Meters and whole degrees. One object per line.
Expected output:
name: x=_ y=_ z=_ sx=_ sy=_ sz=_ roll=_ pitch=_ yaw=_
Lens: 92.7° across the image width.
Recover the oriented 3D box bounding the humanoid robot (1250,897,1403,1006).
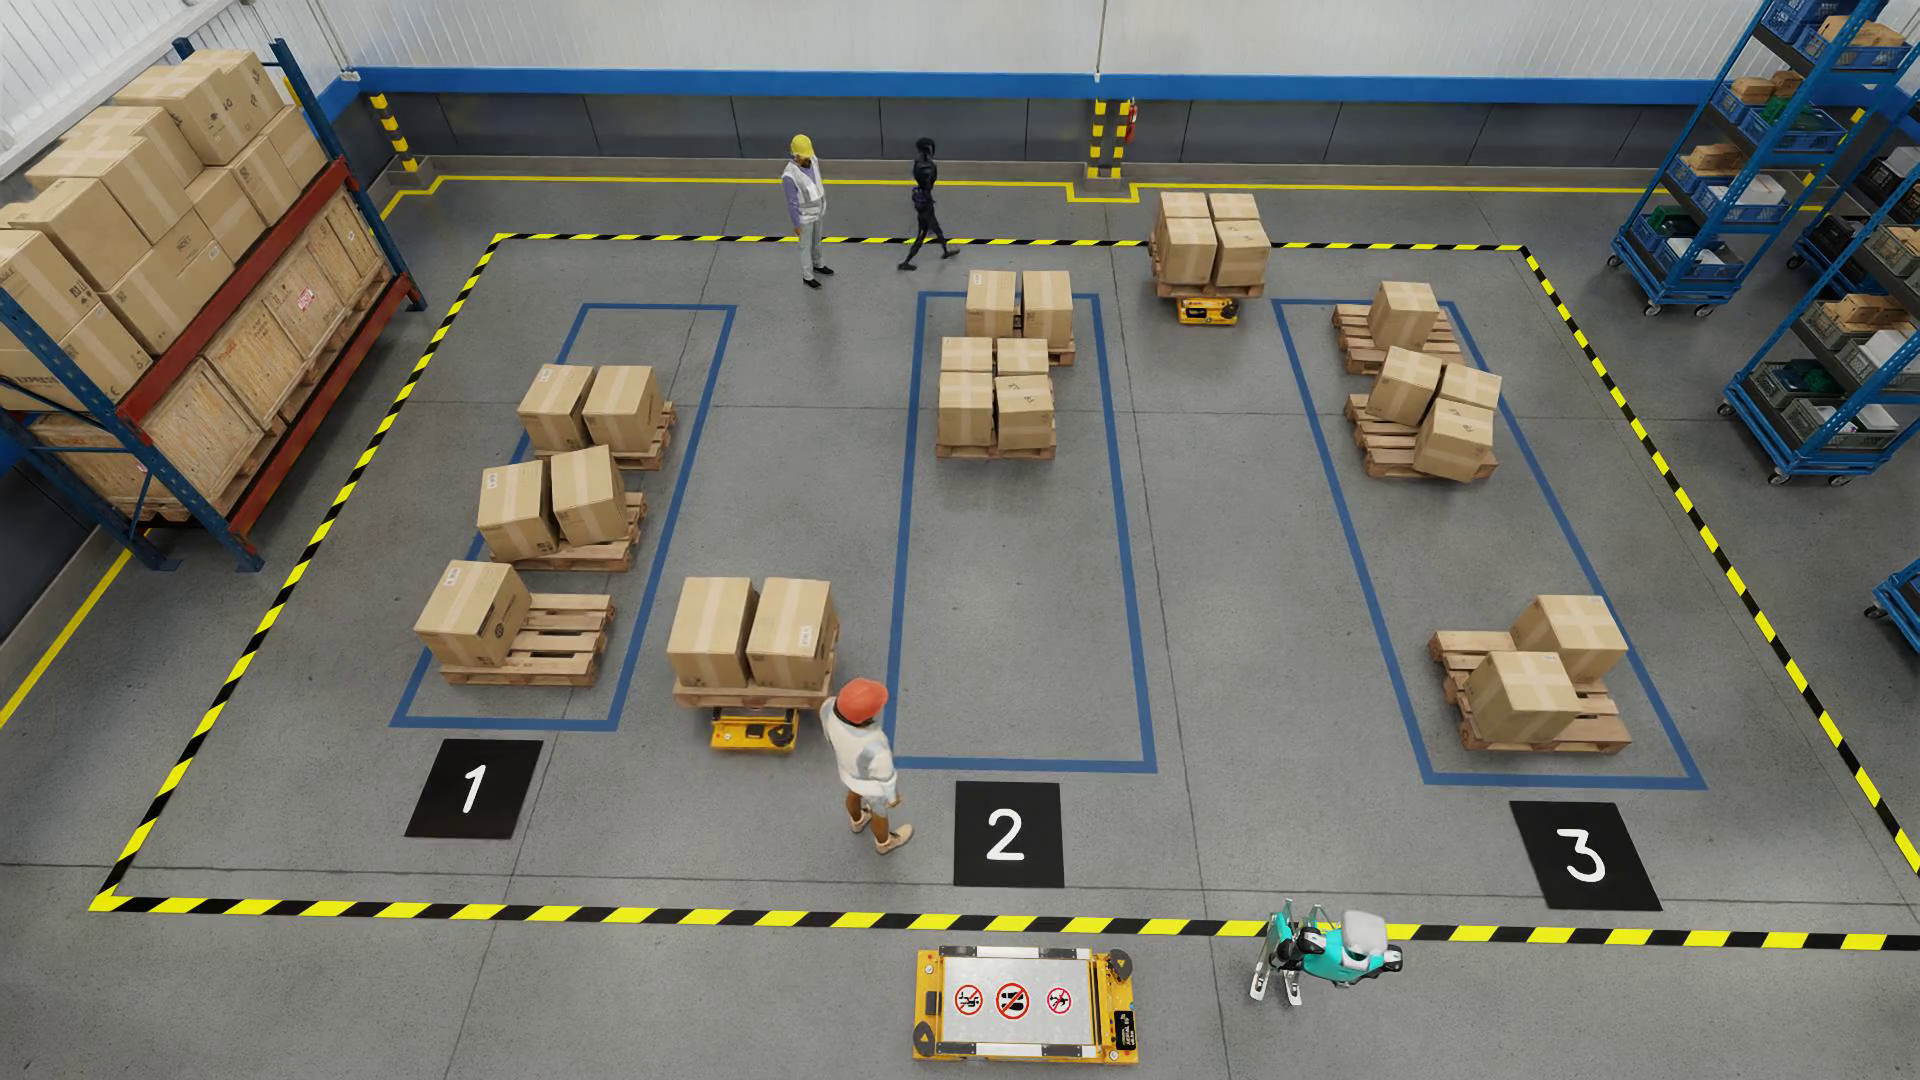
humanoid robot: x=2.140 y=2.374 z=5.515 sx=0.533 sy=1.679 sz=0.735 roll=9 pitch=51 yaw=8

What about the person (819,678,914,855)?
person: x=-0.612 y=1.511 z=6.110 sx=0.607 sy=2.043 sz=0.394 roll=37 pitch=60 yaw=26

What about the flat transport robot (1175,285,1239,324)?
flat transport robot: x=2.894 y=-3.116 z=11.008 sx=0.652 sy=0.197 sz=1.431 roll=1 pitch=51 yaw=1

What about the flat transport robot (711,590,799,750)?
flat transport robot: x=-1.619 y=1.047 z=7.615 sx=0.652 sy=0.197 sz=1.431 roll=1 pitch=51 yaw=1

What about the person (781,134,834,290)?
person: x=-1.734 y=-3.784 z=10.562 sx=0.404 sy=1.827 sz=0.599 roll=21 pitch=54 yaw=16

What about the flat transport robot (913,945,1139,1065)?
flat transport robot: x=0.422 y=3.041 z=6.007 sx=1.431 sy=0.231 sz=0.659 roll=1 pitch=51 yaw=1

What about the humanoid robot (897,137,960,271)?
humanoid robot: x=-0.386 y=-3.954 z=10.834 sx=0.814 sy=1.620 sz=0.609 roll=-7 pitch=51 yaw=-6
